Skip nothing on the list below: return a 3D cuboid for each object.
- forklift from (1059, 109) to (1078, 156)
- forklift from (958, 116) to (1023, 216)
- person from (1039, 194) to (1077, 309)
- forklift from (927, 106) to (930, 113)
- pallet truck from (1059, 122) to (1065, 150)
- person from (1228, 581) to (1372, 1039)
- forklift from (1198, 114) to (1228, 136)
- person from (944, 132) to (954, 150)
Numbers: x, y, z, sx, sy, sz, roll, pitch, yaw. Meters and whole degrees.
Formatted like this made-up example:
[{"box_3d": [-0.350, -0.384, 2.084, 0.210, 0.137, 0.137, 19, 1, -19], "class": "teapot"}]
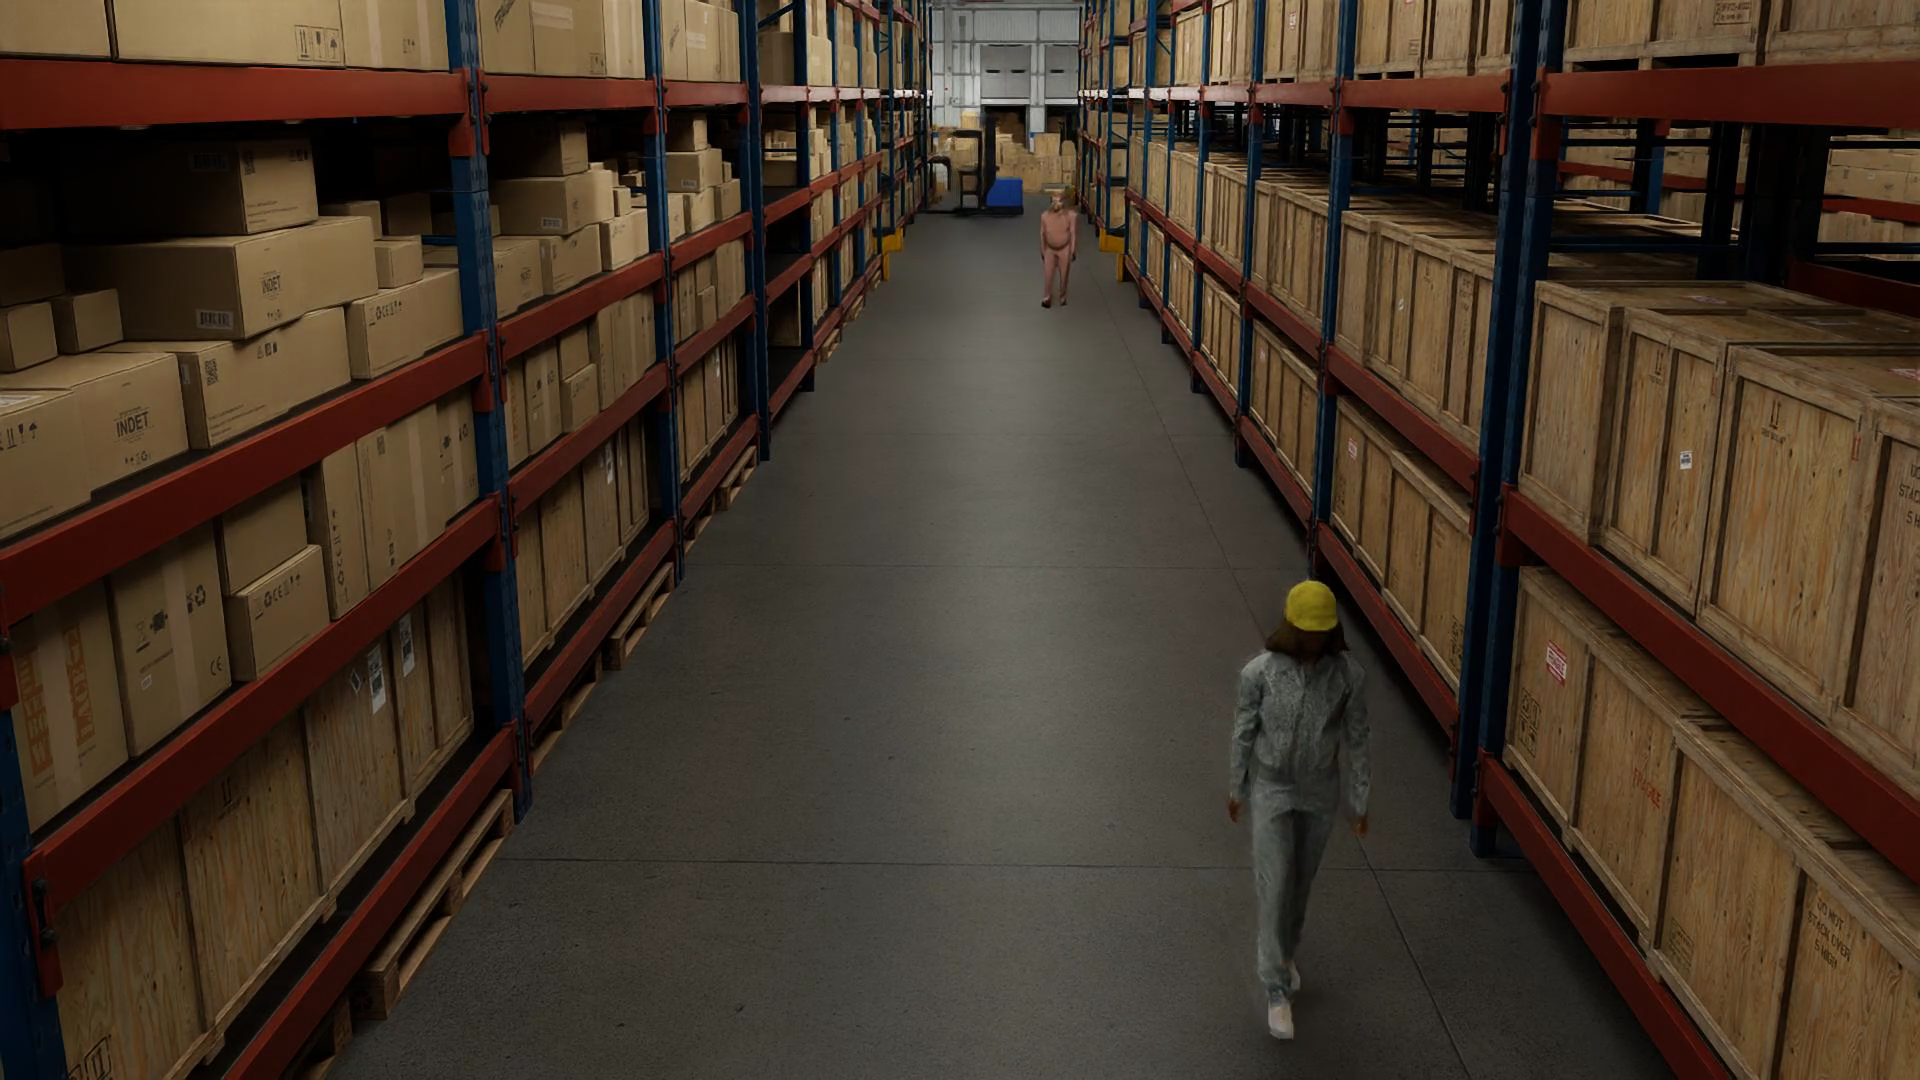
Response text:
[{"box_3d": [4.824, -16.912, 70.716, 1.873, 2.768, 1.129, -11, 18, -34], "class": "forklift"}, {"box_3d": [0.891, -10.744, 47.768, 1.873, 2.768, 1.129, 0, 15, 2], "class": "forklift"}, {"box_3d": [1.614, -4.766, 27.464, 0.656, 1.853, 0.988, 3, 15, 12], "class": "person"}, {"box_3d": [-2.001, -20.667, 84.687, 1.129, 2.768, 1.873, 0, 15, 2], "class": "forklift"}, {"box_3d": [5.788, -21.111, 88.014, 1.885, 1.965, 0.823, 5, 16, 18], "class": "pallet truck"}, {"box_3d": [1.304, 0.999, 6.265, 0.512, 1.709, 0.785, -1, 15, -4], "class": "person"}, {"box_3d": [7.901, -11.998, 52.432, 1.129, 2.768, 1.873, 0, 15, 1], "class": "forklift"}, {"box_3d": [-0.548, -15.906, 68.821, 0.620, 1.906, 0.655, -1, 15, -5], "class": "person"}]
